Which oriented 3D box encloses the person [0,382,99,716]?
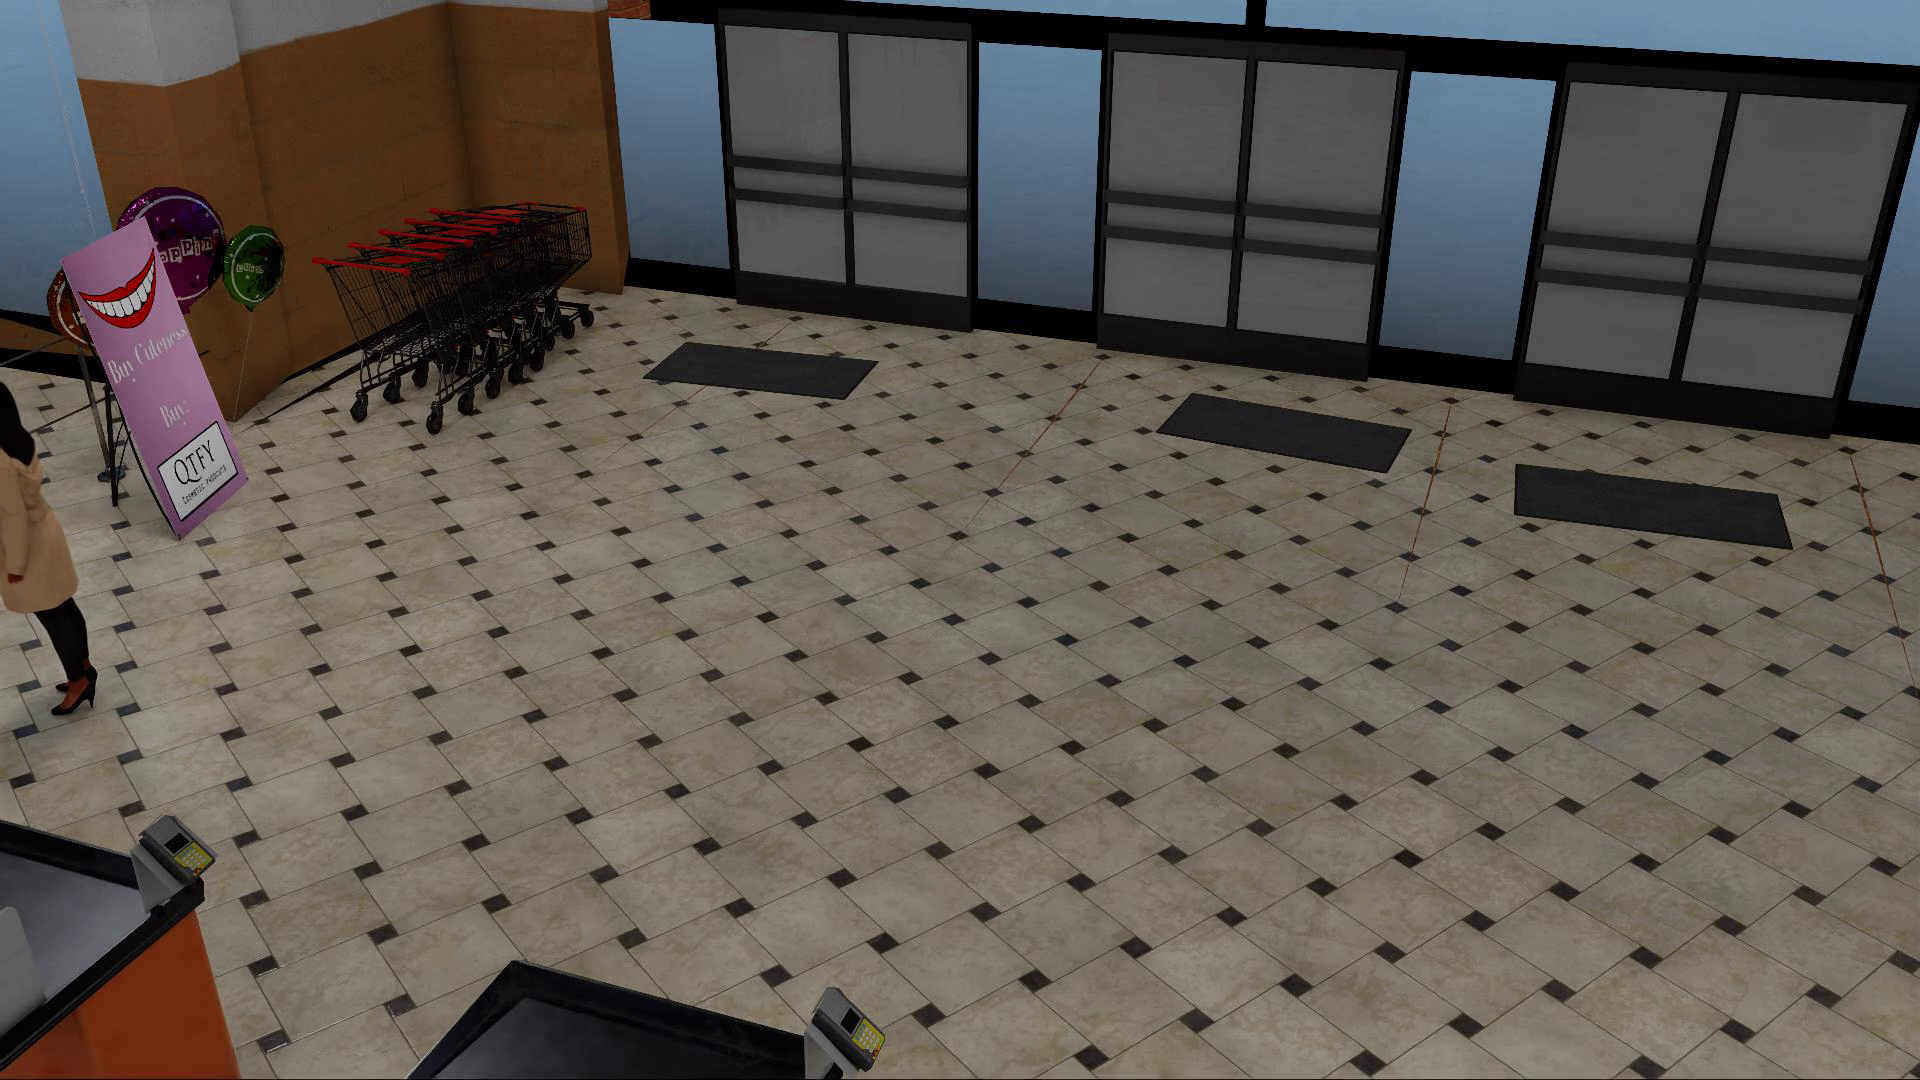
[{"bbox_3d":[-4.296,0.036,7.706,0.772,1.681,0.671,-7,28,-13],"label":"person"}]
